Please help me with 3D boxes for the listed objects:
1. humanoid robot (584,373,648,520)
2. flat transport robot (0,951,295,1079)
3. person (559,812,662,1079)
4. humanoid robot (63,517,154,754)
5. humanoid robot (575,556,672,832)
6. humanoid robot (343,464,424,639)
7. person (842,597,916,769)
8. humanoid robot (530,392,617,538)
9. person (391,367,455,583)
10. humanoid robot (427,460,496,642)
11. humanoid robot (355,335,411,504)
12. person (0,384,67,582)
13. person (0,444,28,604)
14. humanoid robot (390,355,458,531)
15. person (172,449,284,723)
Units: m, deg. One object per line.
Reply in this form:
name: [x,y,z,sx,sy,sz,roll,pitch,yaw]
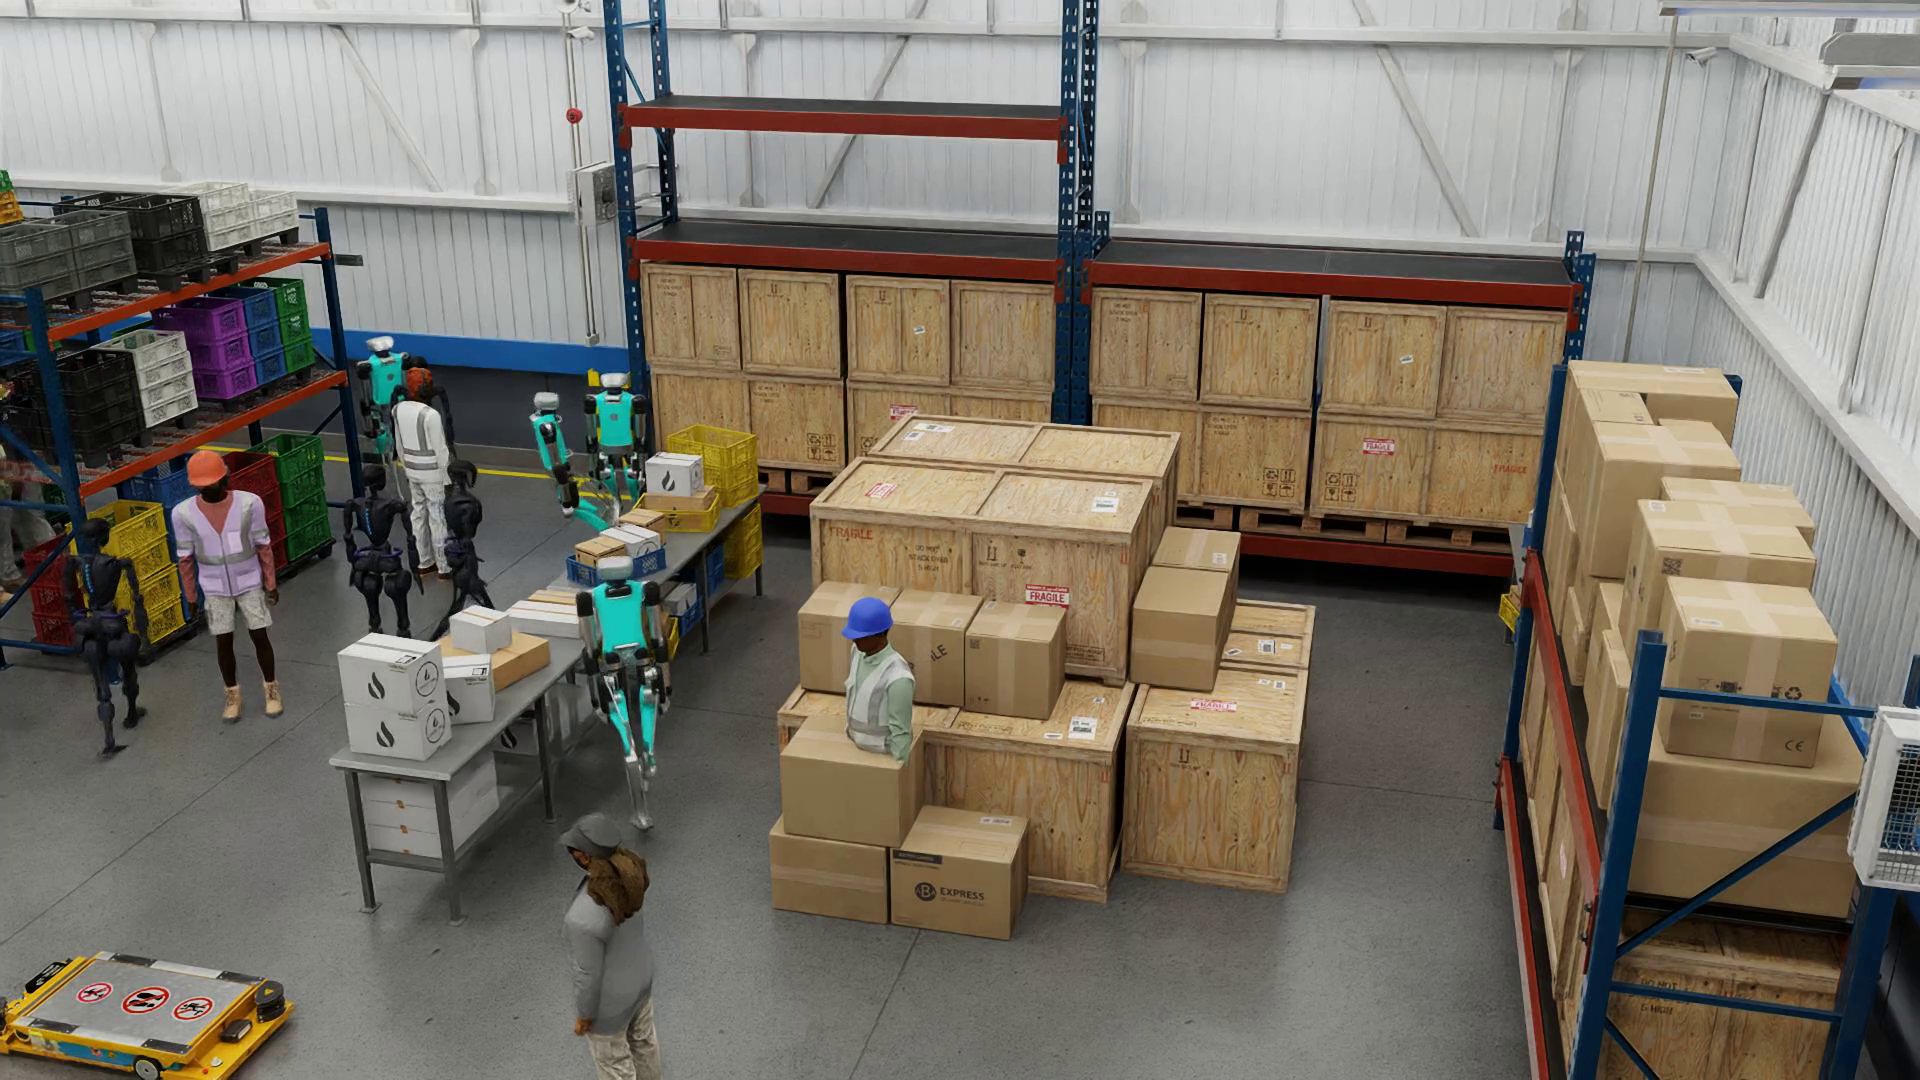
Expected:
humanoid robot: [-2.981,-0.679,14.686,0.548,1.753,0.679,-1,21,-4]
flat transport robot: [-4.270,2.464,8.601,1.431,0.231,0.659,5,22,13]
person: [-1.581,2.038,7.610,0.394,1.769,0.561,6,22,15]
humanoid robot: [-5.910,0.654,11.468,0.584,1.623,0.750,1,21,2]
humanoid robot: [-2.024,1.042,10.364,0.551,1.731,1.076,-7,22,-18]
humanoid robot: [-4.335,0.220,12.487,0.598,1.650,0.320,2,21,5]
person: [-0.473,1.214,9.537,0.412,1.939,0.602,-11,24,-27]
humanoid robot: [-3.136,-0.421,14.088,0.871,1.775,0.600,-7,22,-17]
person: [-4.551,-0.553,14.228,0.572,1.886,0.355,14,25,32]
humanoid robot: [-3.824,0.182,12.695,0.797,1.645,0.613,-8,22,-20]
humanoid robot: [-5.538,-1.066,15.940,0.551,1.904,0.727,-18,28,-40]
person: [-8.050,-0.507,14.268,0.514,1.780,0.754,-12,24,-29]
person: [-8.101,-0.390,13.860,0.429,1.846,0.625,1,21,1]
humanoid robot: [-4.986,-0.912,15.463,0.608,1.644,0.456,-1,21,-4]
person: [-5.145,0.322,11.737,0.610,2.034,0.399,-7,22,-18]
